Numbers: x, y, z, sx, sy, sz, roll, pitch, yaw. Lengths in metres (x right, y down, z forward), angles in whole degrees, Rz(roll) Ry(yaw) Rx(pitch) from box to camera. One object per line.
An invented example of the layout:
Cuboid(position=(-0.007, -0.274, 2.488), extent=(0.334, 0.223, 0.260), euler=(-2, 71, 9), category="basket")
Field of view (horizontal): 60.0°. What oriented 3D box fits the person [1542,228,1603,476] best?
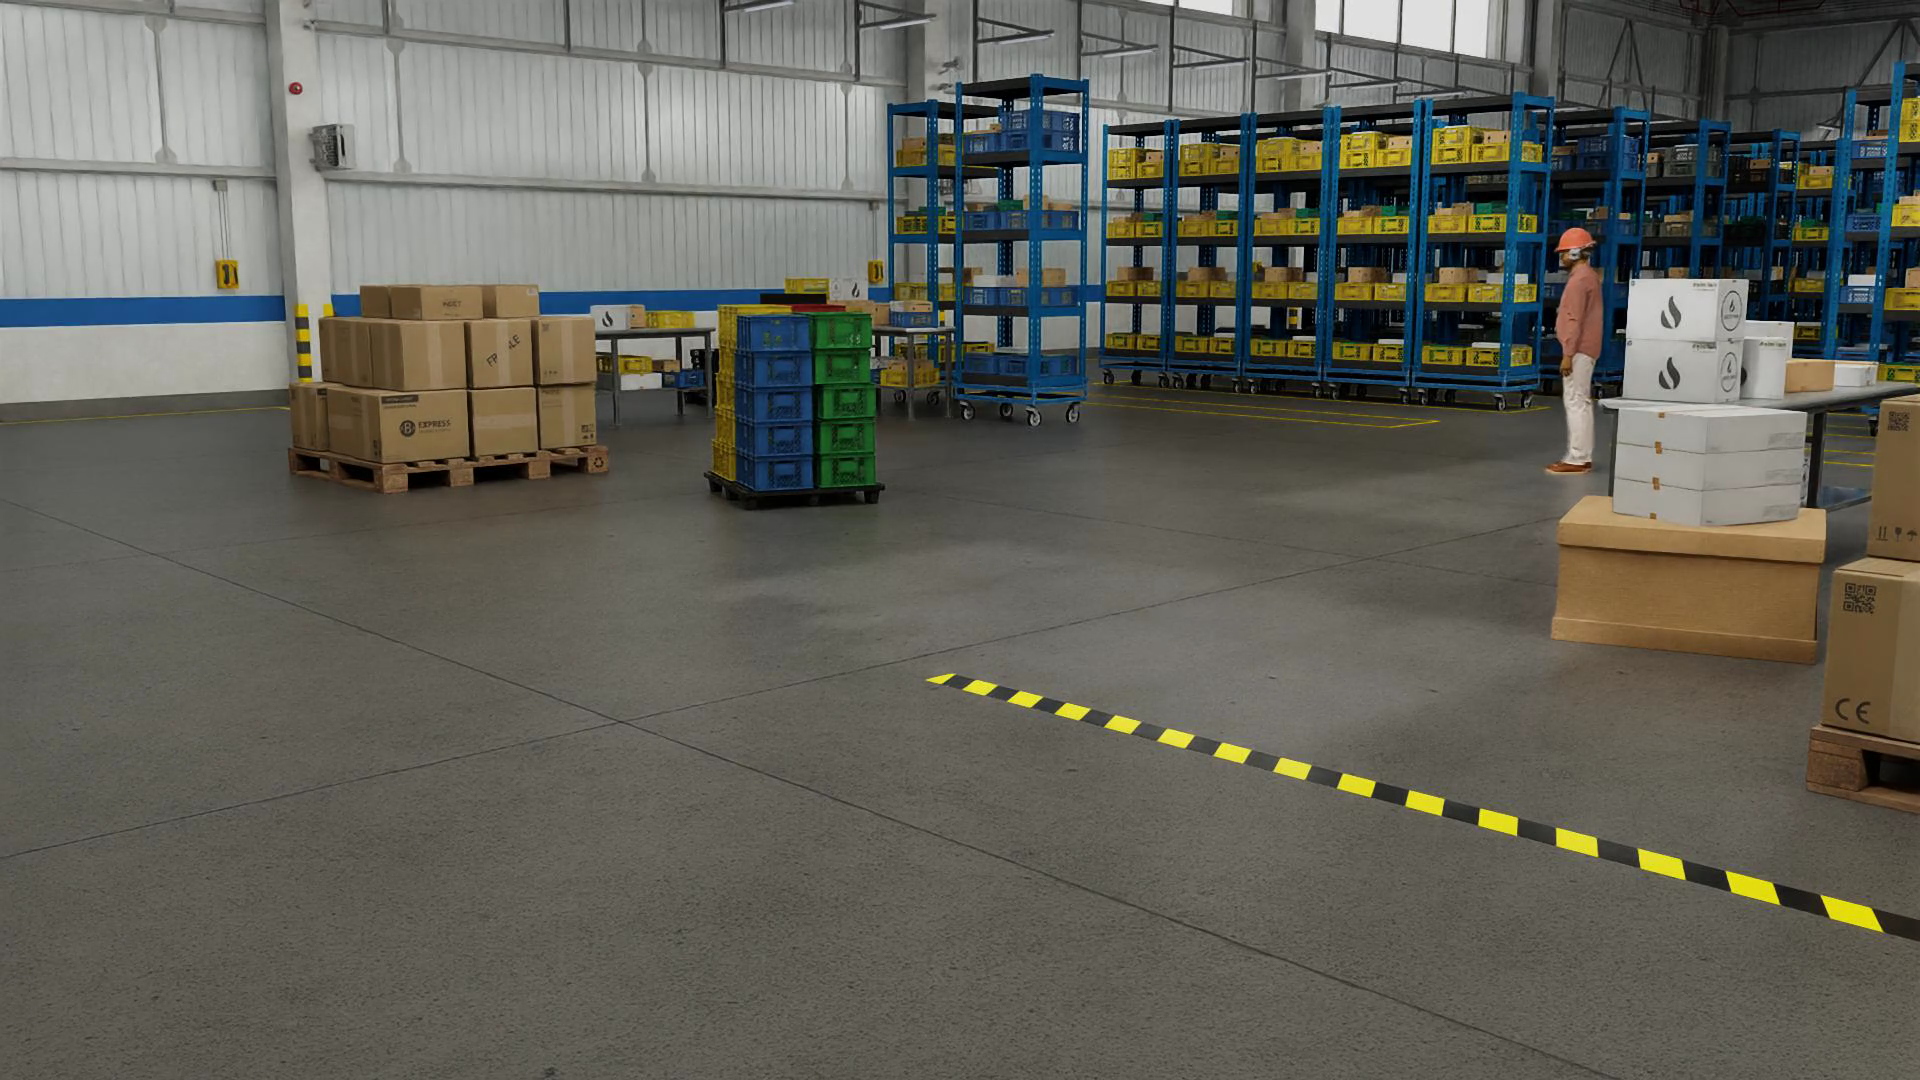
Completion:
Cuboid(position=(4.959, -1.511, 13.416), extent=(0.416, 1.980, 0.625), euler=(6, 11, 31), category="person")
